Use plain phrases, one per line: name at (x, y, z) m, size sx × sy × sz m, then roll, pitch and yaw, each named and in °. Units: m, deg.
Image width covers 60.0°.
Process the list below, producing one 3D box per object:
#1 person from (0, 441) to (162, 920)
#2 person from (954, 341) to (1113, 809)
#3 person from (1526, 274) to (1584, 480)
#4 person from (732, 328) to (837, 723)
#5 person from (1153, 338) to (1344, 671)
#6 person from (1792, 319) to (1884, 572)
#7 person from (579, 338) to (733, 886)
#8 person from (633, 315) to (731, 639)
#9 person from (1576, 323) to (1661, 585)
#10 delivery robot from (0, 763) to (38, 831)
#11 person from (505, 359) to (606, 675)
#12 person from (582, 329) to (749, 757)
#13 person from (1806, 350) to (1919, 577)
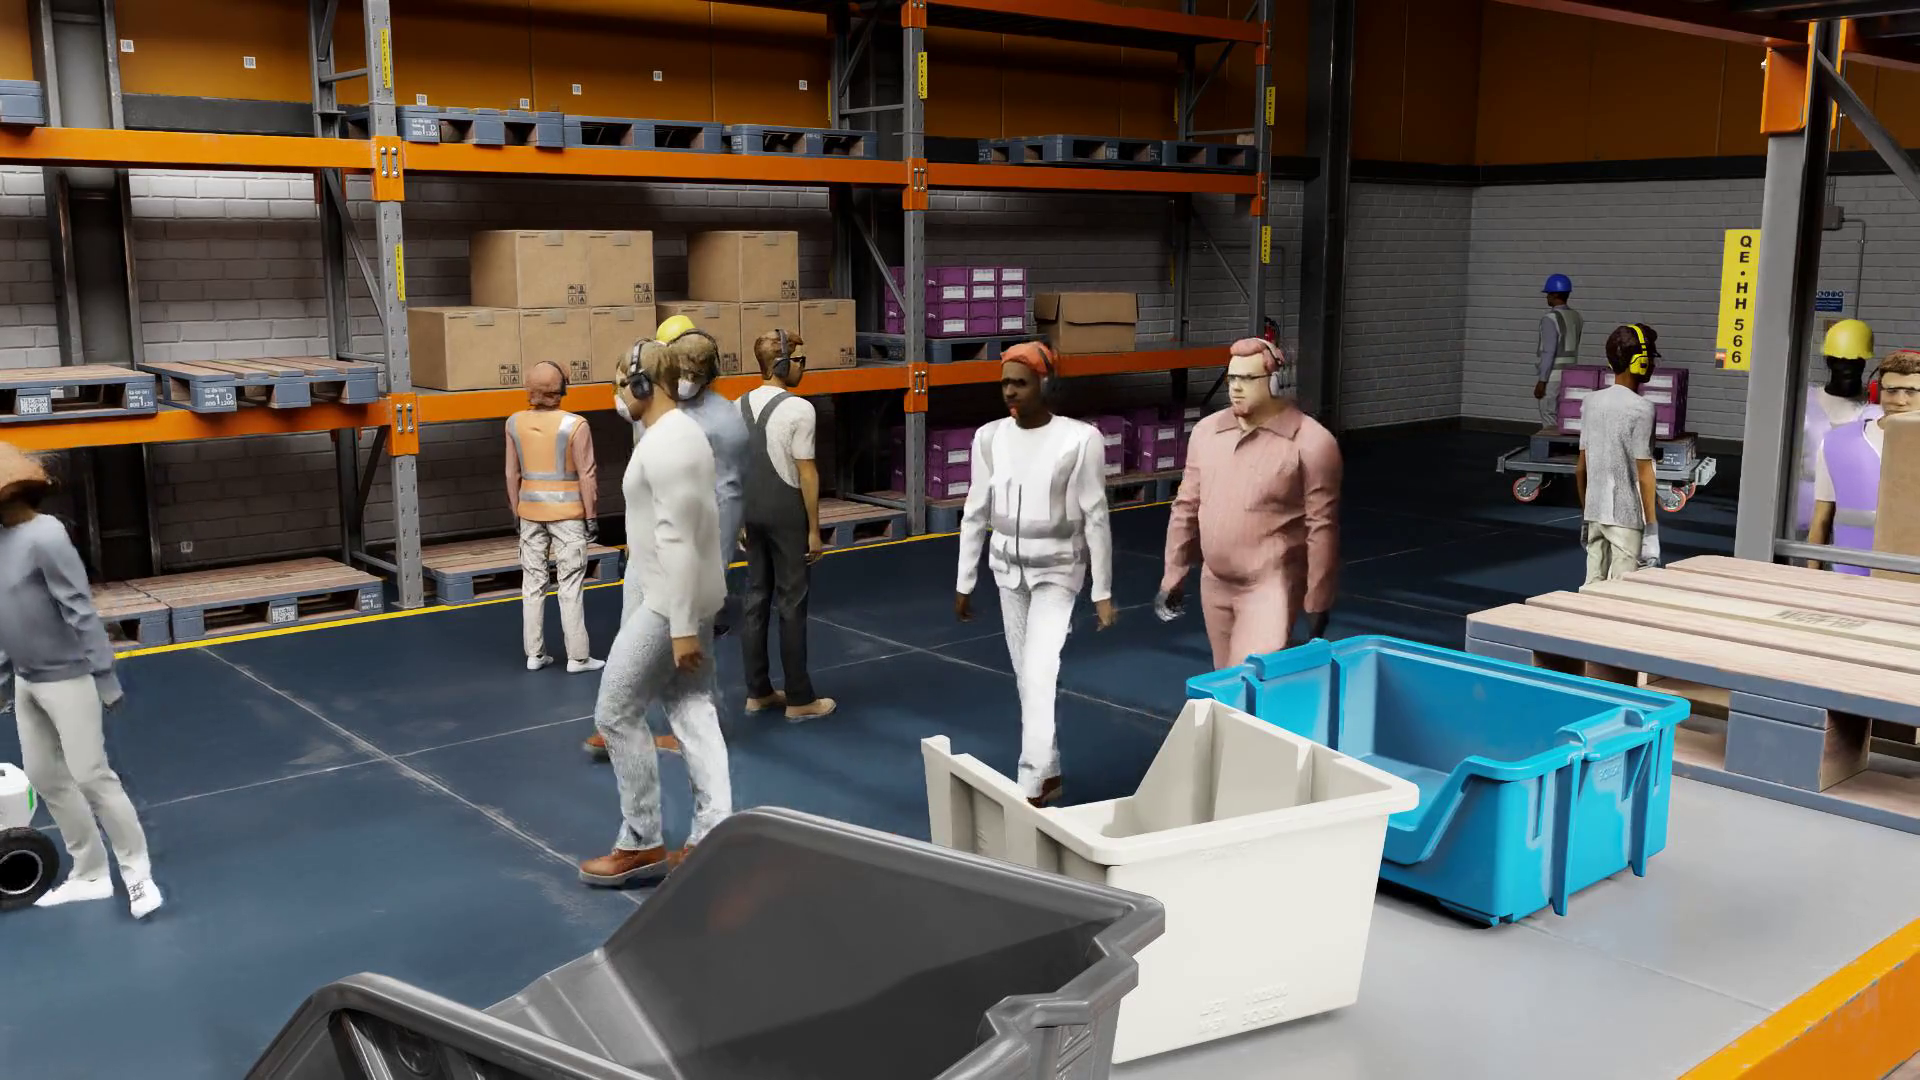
person at (-2.969, 0.473, 5.484) m, size 0.629 × 1.596 × 0.410 m, roll 7°, pitch 12°, yaw 34°
person at (0.225, 0.182, 6.368) m, size 0.620 × 1.857 × 0.765 m, roll 7°, pitch 12°, yaw 35°
person at (5.650, -1.544, 15.793) m, size 0.618 × 1.945 × 0.395 m, roll -9°, pitch 14°, yaw -42°
person at (-0.852, -0.065, 7.813) m, size 0.506 × 1.843 × 0.351 m, roll 7°, pitch 13°, yaw 36°
person at (1.051, 0.189, 6.287) m, size 0.690 × 1.885 × 0.657 m, roll -9°, pitch 13°, yaw -40°
person at (4.212, -0.133, 8.081) m, size 0.606 × 1.889 × 0.974 m, roll 4°, pitch 11°, yaw 20°
person at (-1.113, 0.258, 5.816) m, size 0.700 × 1.906 × 0.660 m, roll -1°, pitch 10°, yaw -5°
person at (-1.571, -0.344, 9.395) m, size 0.588 × 1.835 × 0.403 m, roll 7°, pitch 13°, yaw 36°
person at (3.076, -0.067, 7.743) m, size 0.328 × 1.872 × 0.509 m, roll -3°, pitch 11°, yaw -18°
delivery robot at (-3.492, 0.939, 5.529) m, size 0.477 × 0.478 × 0.707 m, roll 9°, pitch 14°, yaw 42°
person at (-2.108, -0.113, 8.633) m, size 0.522 × 1.645 × 0.306 m, roll 3°, pitch 11°, yaw 18°
person at (-1.270, 0.051, 7.063) m, size 0.701 × 1.883 × 0.676 m, roll 9°, pitch 14°, yaw 41°
person at (3.582, 0.180, 6.440) m, size 0.578 × 1.840 × 0.377 m, roll 5°, pitch 11°, yaw 28°
